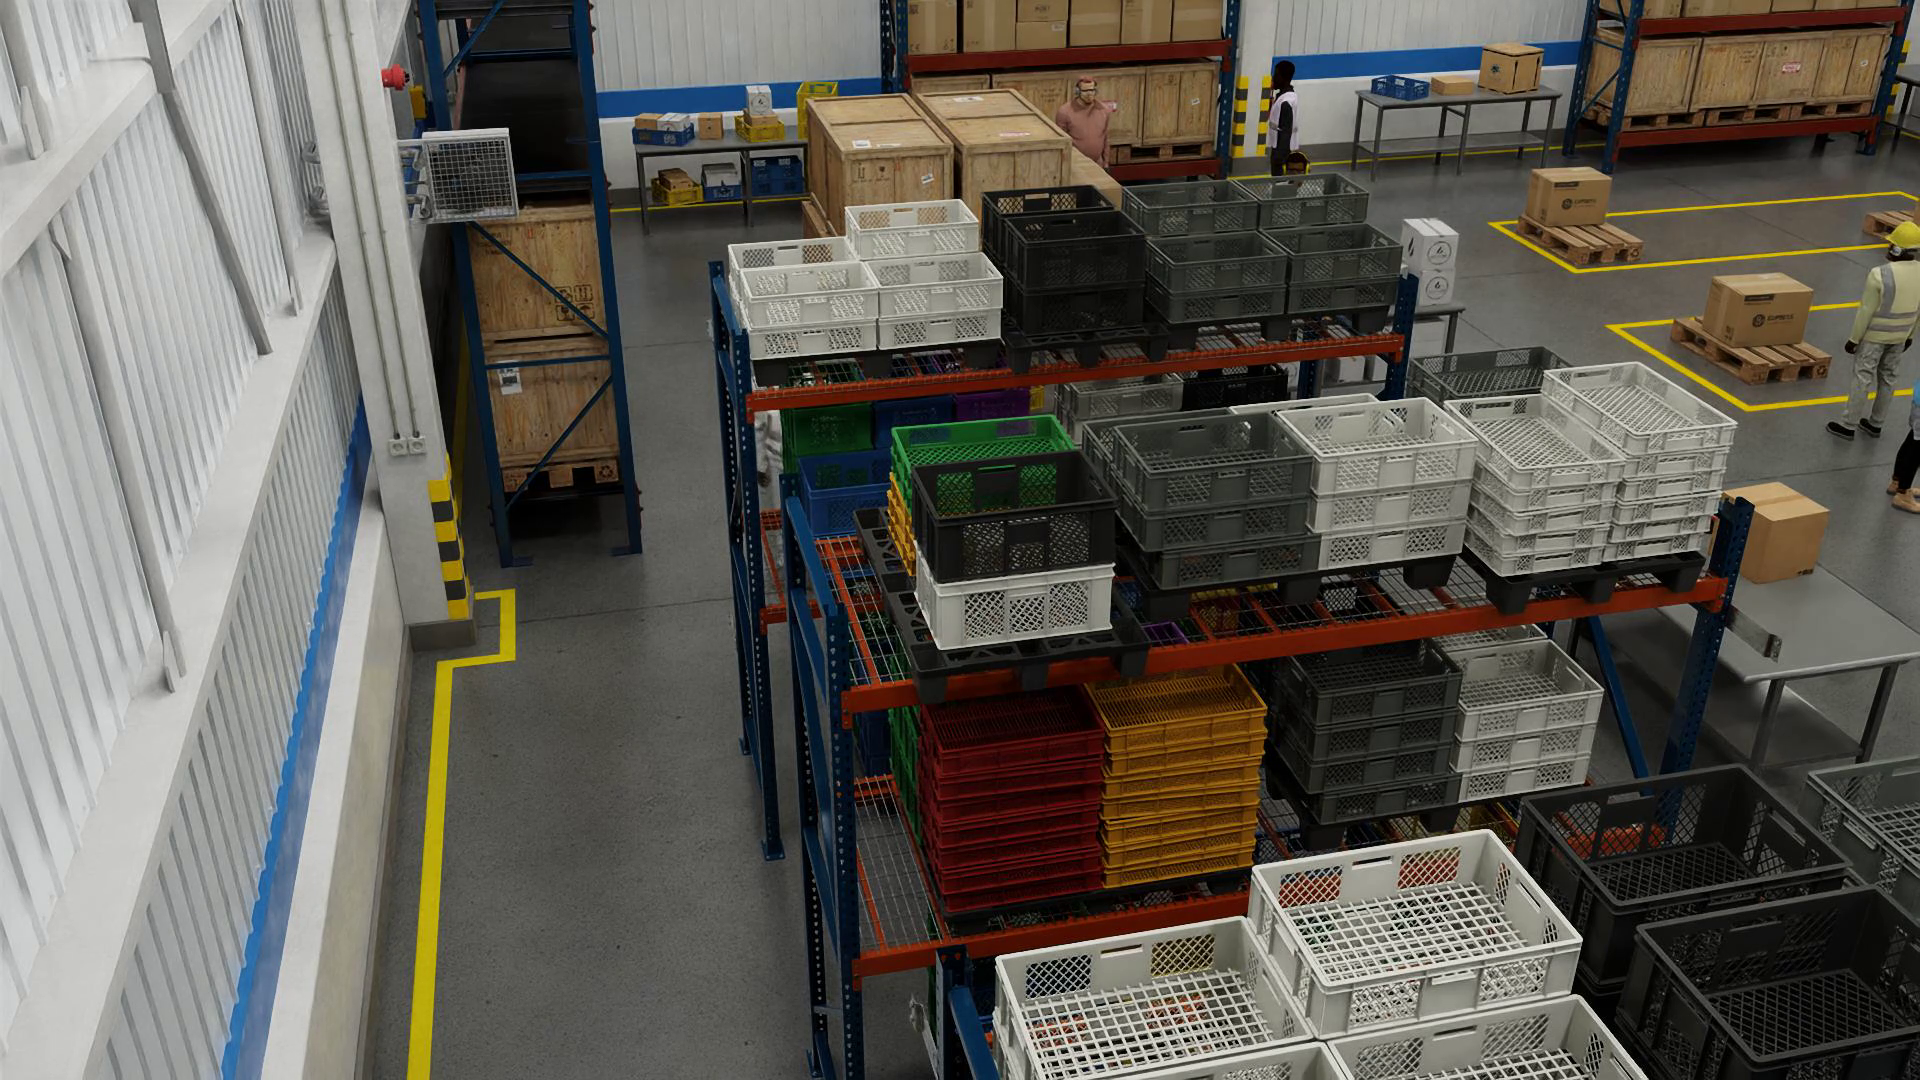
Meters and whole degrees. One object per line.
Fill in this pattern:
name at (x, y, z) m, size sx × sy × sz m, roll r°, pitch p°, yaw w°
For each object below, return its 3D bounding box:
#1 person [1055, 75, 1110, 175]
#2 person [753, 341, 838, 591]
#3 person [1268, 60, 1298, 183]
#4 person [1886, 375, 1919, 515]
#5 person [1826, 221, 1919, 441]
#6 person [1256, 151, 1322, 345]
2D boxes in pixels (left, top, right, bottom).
person at (1.333, -4.044, 17.950) m, size 0.639 × 1.908 × 0.409 m, roll -10°, pitch 29°, yaw -18°
person at (-1.116, -0.537, 11.321) m, size 0.584 × 1.882 × 0.346 m, roll 5°, pitch 28°, yaw 9°
person at (3.582, -4.373, 18.561) m, size 0.380 × 1.915 × 0.596 m, roll 3°, pitch 28°, yaw 6°
person at (7.316, -1.040, 12.469) m, size 0.320 × 1.695 × 0.537 m, roll 11°, pitch 30°, yaw 20°
person at (7.528, -1.697, 13.575) m, size 0.593 × 1.831 × 0.404 m, roll -5°, pitch 28°, yaw -9°
person at (3.047, -2.679, 15.398) m, size 0.514 × 1.871 × 0.327 m, roll 5°, pitch 28°, yaw 9°
